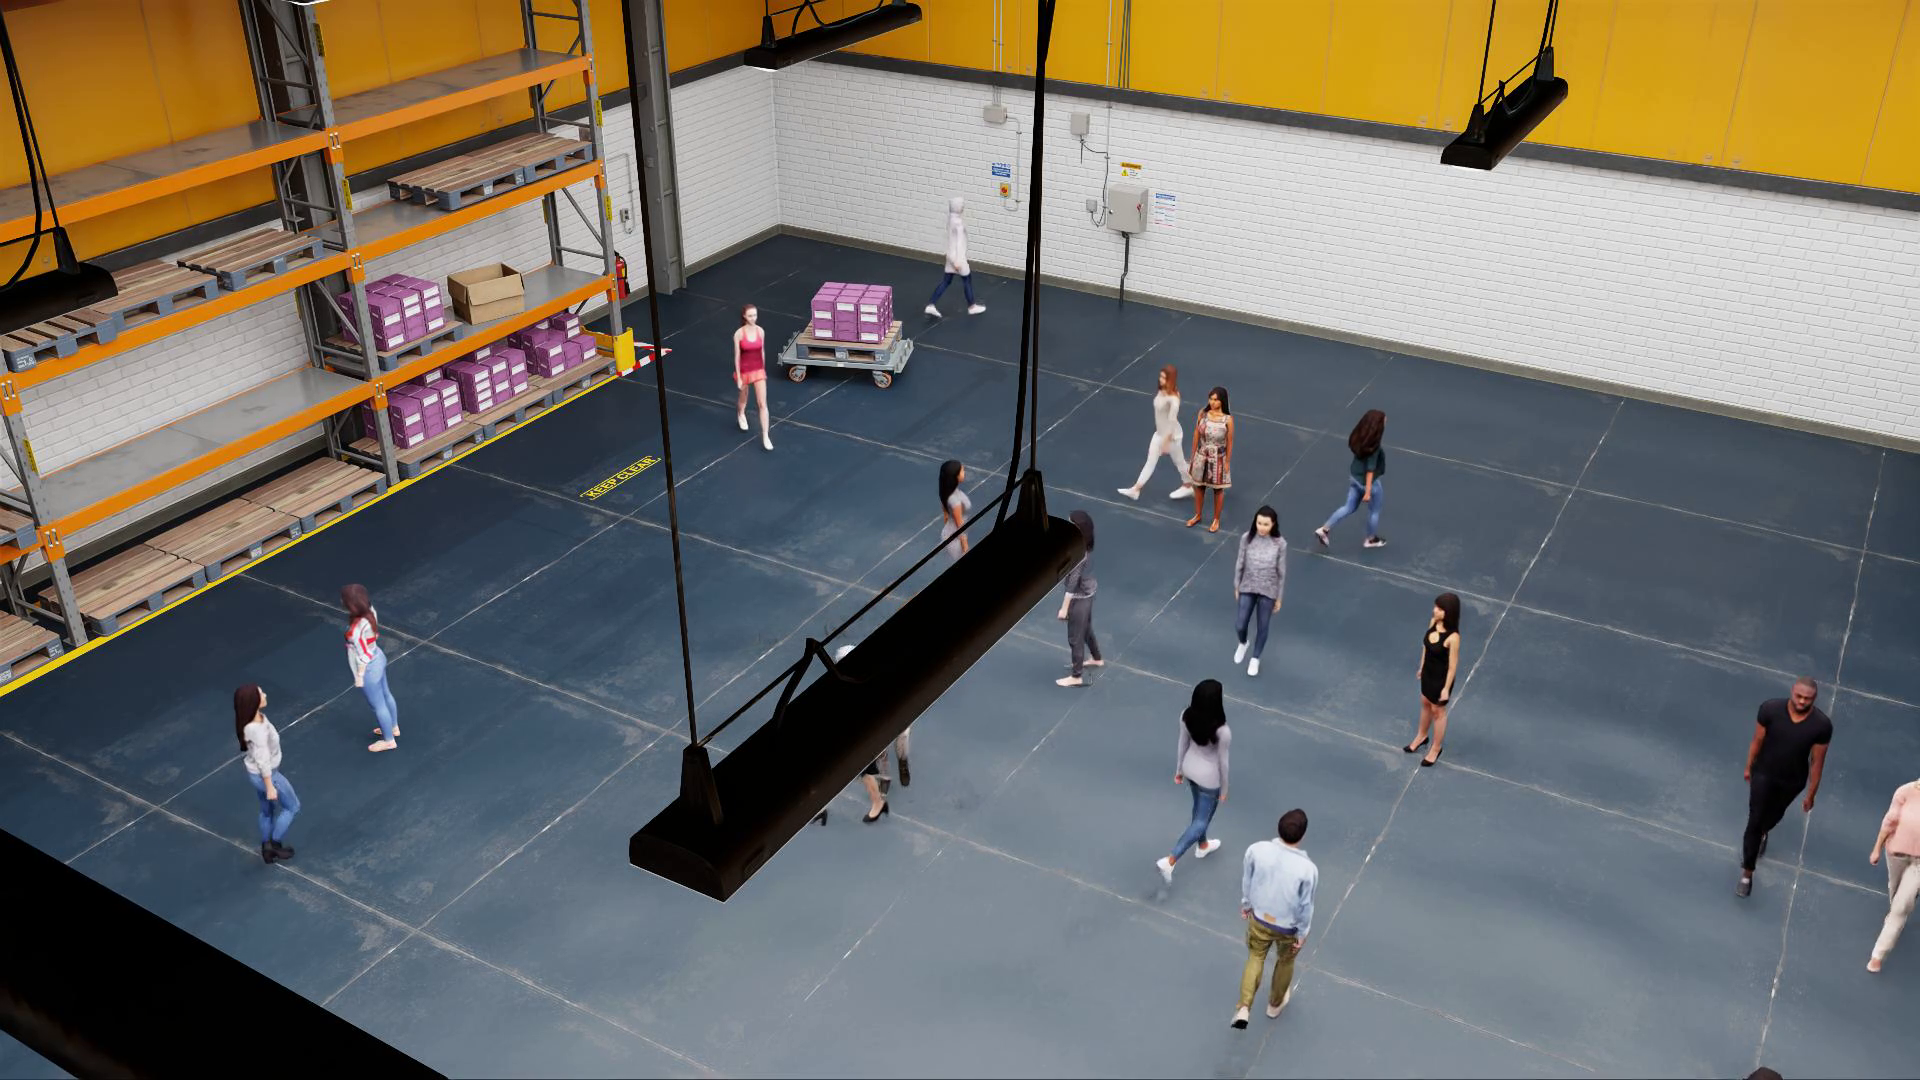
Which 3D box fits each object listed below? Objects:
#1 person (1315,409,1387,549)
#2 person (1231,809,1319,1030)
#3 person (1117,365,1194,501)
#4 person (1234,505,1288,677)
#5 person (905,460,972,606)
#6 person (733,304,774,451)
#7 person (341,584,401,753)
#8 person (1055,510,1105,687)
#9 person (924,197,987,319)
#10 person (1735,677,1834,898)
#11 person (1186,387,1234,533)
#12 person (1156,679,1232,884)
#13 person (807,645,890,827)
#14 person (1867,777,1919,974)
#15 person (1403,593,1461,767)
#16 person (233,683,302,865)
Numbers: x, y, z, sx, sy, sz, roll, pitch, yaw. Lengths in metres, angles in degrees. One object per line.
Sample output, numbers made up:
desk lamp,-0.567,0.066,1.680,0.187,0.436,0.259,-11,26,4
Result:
person,4.144,-0.594,17.384,1.085,1.586,1.014,-8,30,-14
person,2.114,2.620,11.279,0.665,1.790,0.930,16,32,26
person,2.386,-1.155,18.332,1.179,1.664,1.094,-7,29,-13
person,2.793,0.422,15.380,0.680,1.722,0.687,8,30,15
person,-0.123,0.078,15.972,1.045,1.759,1.018,-6,29,-11
person,-2.527,-1.995,19.822,1.134,1.711,1.106,-11,30,-19
person,-5.063,1.075,14.297,0.724,1.613,0.623,-2,29,-3
person,1.127,0.516,15.162,0.870,1.765,0.669,3,29,6
person,-0.139,-3.926,23.333,1.229,1.739,1.080,-11,31,-20
person,6.319,1.800,12.806,0.678,1.768,1.189,16,32,26
person,2.710,-0.887,17.861,0.644,1.645,0.509,16,32,27
person,1.790,1.864,12.750,1.124,1.710,0.811,-24,37,-37
person,-0.796,1.585,13.252,1.041,1.718,0.978,-7,29,-13
person,6.924,2.254,12.081,0.752,1.666,1.198,22,35,34
person,4.053,1.166,14.091,0.672,1.650,0.621,-9,30,-16
person,-5.456,1.850,12.869,0.708,1.620,0.708,-19,34,-31
